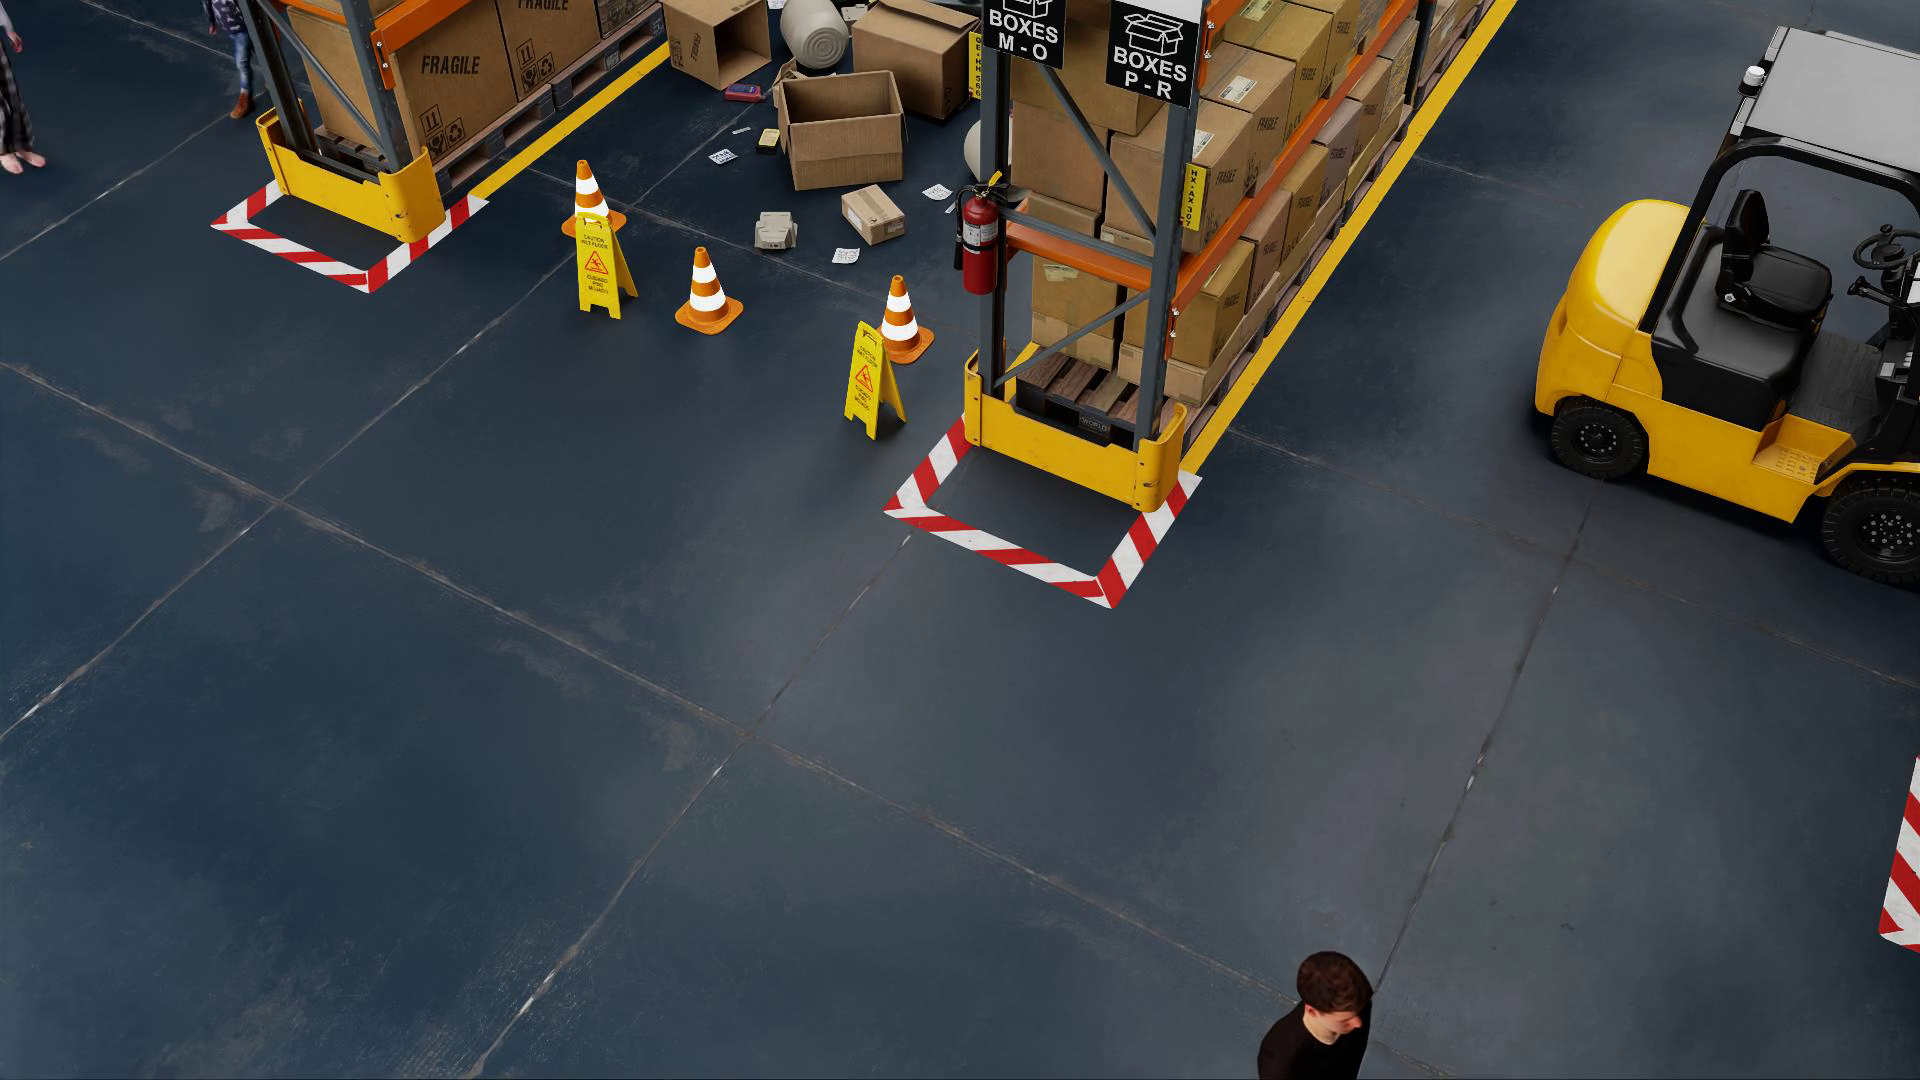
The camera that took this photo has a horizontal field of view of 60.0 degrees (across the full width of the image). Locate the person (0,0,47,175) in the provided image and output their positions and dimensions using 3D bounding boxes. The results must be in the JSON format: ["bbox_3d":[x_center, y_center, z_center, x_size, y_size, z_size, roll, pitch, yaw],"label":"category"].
[{"bbox_3d":[-6.126,-3.096,10.184,0.713,1.835,0.621,26,52,22],"label":"person"}]

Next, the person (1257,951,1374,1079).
[{"bbox_3d":[1.117,1.892,5.563,0.759,1.847,0.571,34,56,27],"label":"person"}]

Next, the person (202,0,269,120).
[{"bbox_3d":[-4.733,-3.454,10.931,0.584,1.224,0.883,15,49,13],"label":"person"}]
